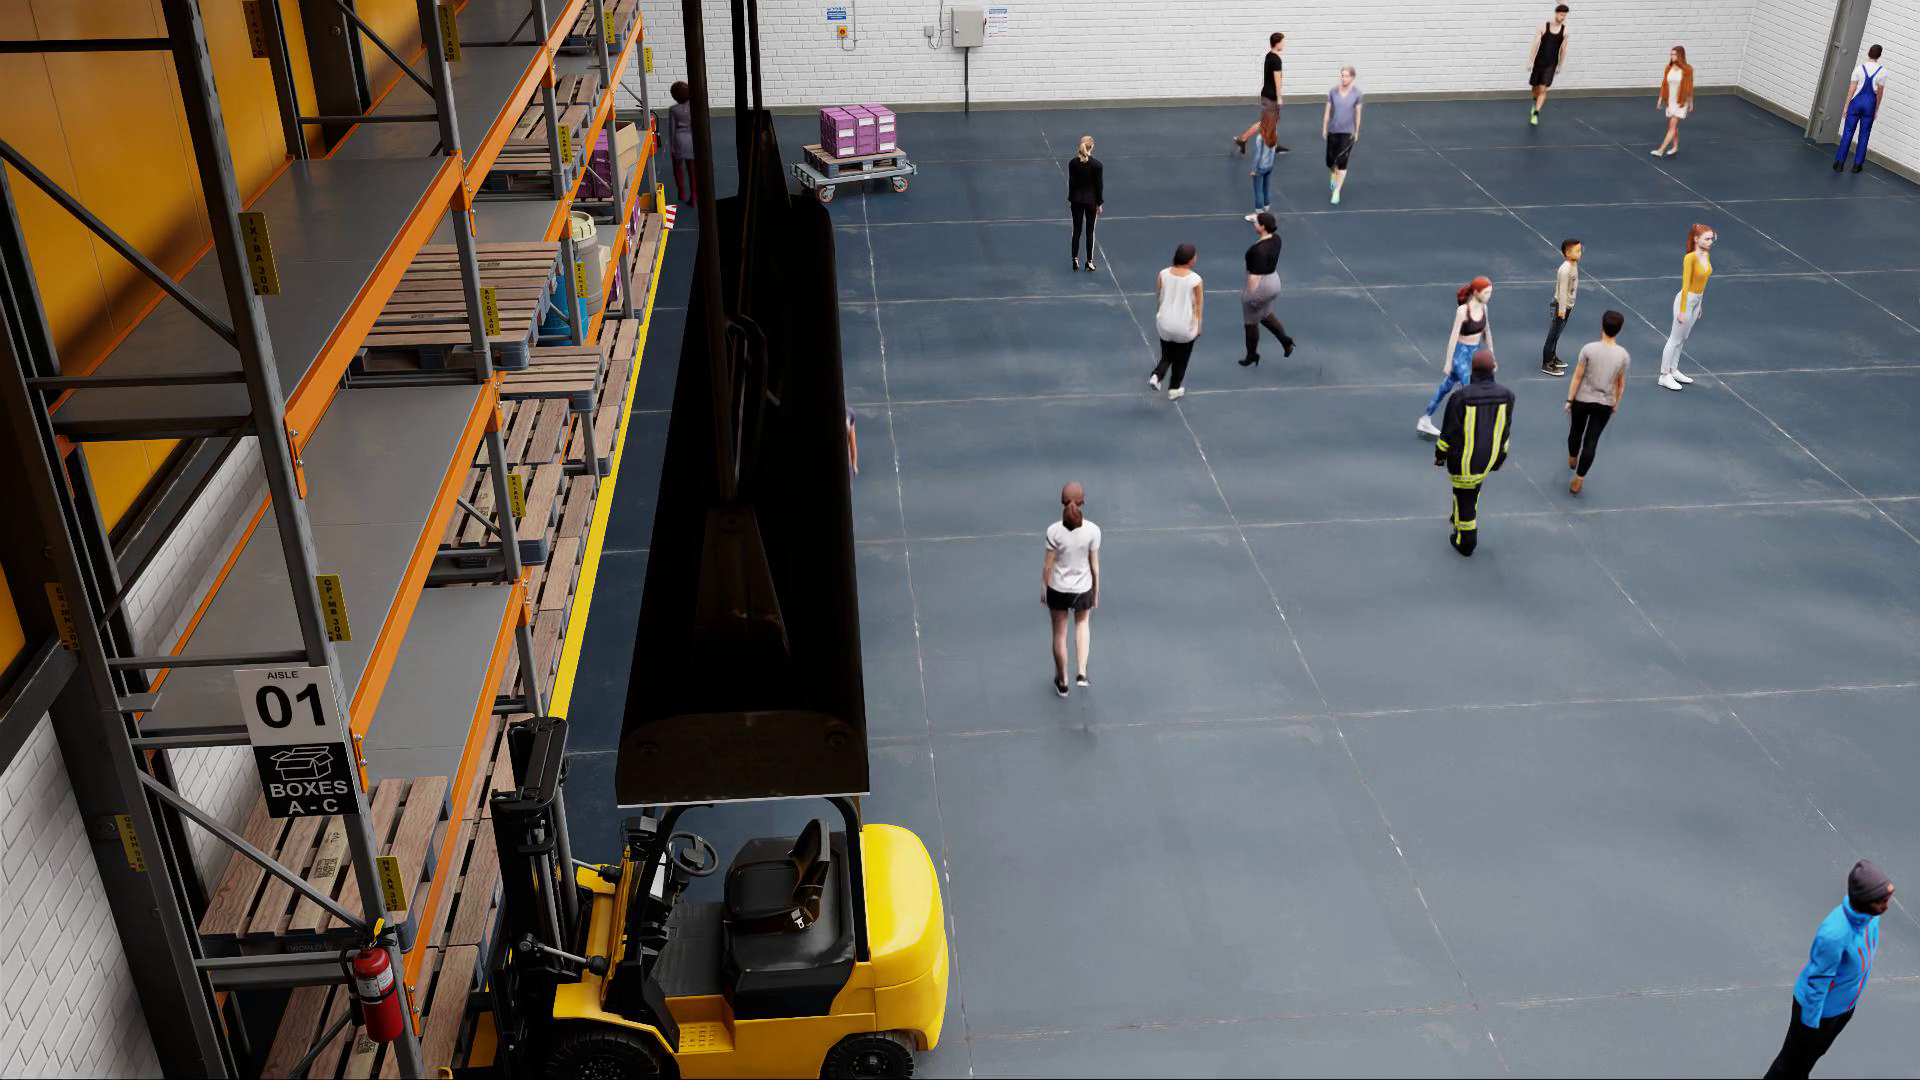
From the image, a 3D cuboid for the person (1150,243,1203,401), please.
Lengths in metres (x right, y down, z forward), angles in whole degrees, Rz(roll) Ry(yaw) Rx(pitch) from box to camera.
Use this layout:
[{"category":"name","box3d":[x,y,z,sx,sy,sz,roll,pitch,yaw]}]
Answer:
[{"category":"person","box3d":[2.216,-2.212,17.080,0.819,1.673,0.880,20,34,32]}]

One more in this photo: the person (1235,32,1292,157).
[{"category":"person","box3d":[4.625,-6.715,25.159,0.774,1.842,1.081,-1,29,-1]}]

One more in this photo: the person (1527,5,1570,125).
[{"category":"person","box3d":[9.520,-7.747,27.038,1.052,1.854,1.281,12,31,22]}]

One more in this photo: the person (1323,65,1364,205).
[{"category":"person","box3d":[5.352,-5.700,23.269,0.978,1.869,1.158,12,31,22]}]

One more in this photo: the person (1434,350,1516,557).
[{"category":"person","box3d":[4.430,-0.723,14.218,0.767,1.800,0.896,-4,29,-8]}]

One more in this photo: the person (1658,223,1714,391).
[{"category":"person","box3d":[7.632,-2.461,17.455,0.687,1.751,0.734,-24,37,-37]}]

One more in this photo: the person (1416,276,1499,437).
[{"category":"person","box3d":[4.798,-1.723,16.121,1.255,1.733,1.078,26,38,38]}]

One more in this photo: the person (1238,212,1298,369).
[{"category":"person","box3d":[3.313,-2.646,17.803,0.989,1.742,0.952,17,33,29]}]

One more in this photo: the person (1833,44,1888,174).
[{"category":"person","box3d":[13.291,-6.369,24.516,0.725,1.849,0.744,13,31,23]}]

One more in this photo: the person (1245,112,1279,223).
[{"category":"person","box3d":[4.105,-5.046,22.480,0.637,1.477,0.679,-25,37,-38]}]

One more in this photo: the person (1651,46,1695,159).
[{"category":"person","box3d":[10.913,-6.634,25.196,1.035,1.664,1.082,-21,35,-33]}]

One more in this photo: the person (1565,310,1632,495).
[{"category":"person","box3d":[5.804,-1.222,15.264,0.959,1.673,1.138,12,31,20]}]

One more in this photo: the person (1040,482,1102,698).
[{"category":"person","box3d":[0.815,0.421,12.183,0.574,1.740,0.640,-3,29,-6]}]

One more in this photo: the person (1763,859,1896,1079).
[{"category":"person","box3d":[4.441,2.363,8.564,0.688,1.796,0.706,-20,34,-32]}]

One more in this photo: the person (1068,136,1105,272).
[{"category":"person","box3d":[1.546,-4.163,20.622,0.695,1.707,0.688,10,30,18]}]

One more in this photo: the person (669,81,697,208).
[{"category":"person","box3d":[-3.773,-5.432,22.958,0.723,1.697,0.759,-14,31,-23]}]

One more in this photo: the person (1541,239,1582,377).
[{"category":"person","box3d":[6.466,-2.525,17.870,0.689,1.465,0.603,15,32,25]}]
